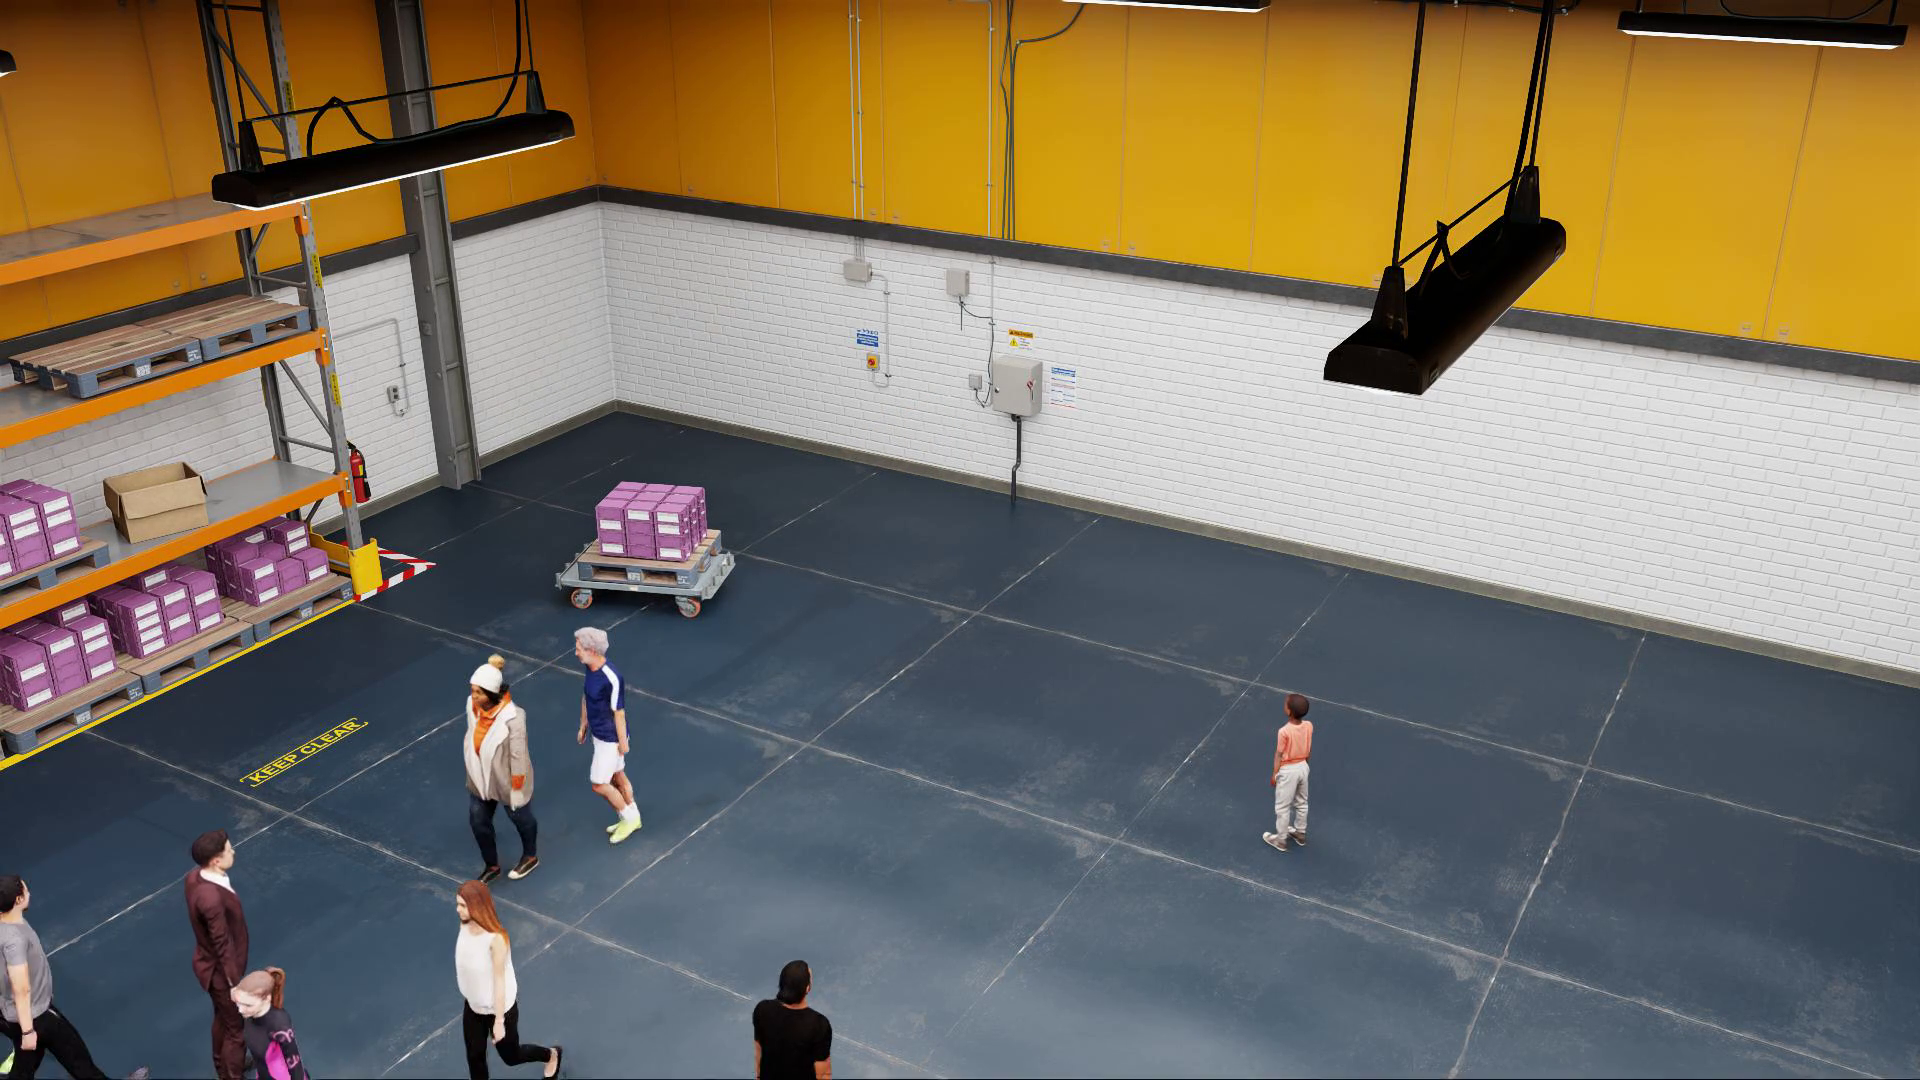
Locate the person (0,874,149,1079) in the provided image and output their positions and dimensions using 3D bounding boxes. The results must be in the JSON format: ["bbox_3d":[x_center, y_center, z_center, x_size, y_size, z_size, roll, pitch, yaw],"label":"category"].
[{"bbox_3d":[-5.638,2.832,9.926,1.142,1.711,0.914,-17,29,-33],"label":"person"}]

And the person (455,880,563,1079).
[{"bbox_3d":[-2.768,2.779,10.061,0.617,1.701,0.999,16,28,32],"label":"person"}]

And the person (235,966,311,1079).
[{"bbox_3d":[-3.735,3.063,9.378,0.631,1.727,0.649,20,31,39],"label":"person"}]

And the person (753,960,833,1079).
[{"bbox_3d":[-0.954,3.122,9.230,0.776,1.738,0.989,7,25,15],"label":"person"}]

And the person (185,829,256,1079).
[{"bbox_3d":[-4.545,2.628,10.219,0.755,1.850,0.772,-17,29,-33],"label":"person"}]

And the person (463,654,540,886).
[{"bbox_3d":[-3.346,1.671,12.378,0.735,1.874,0.802,11,26,24],"label":"person"}]

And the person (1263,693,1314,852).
[{"bbox_3d":[2.574,1.782,12.832,0.526,1.307,0.604,-11,26,-23],"label":"person"}]

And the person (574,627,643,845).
[{"bbox_3d":[-2.646,1.484,12.893,0.793,1.805,0.760,-15,28,-31],"label":"person"}]
